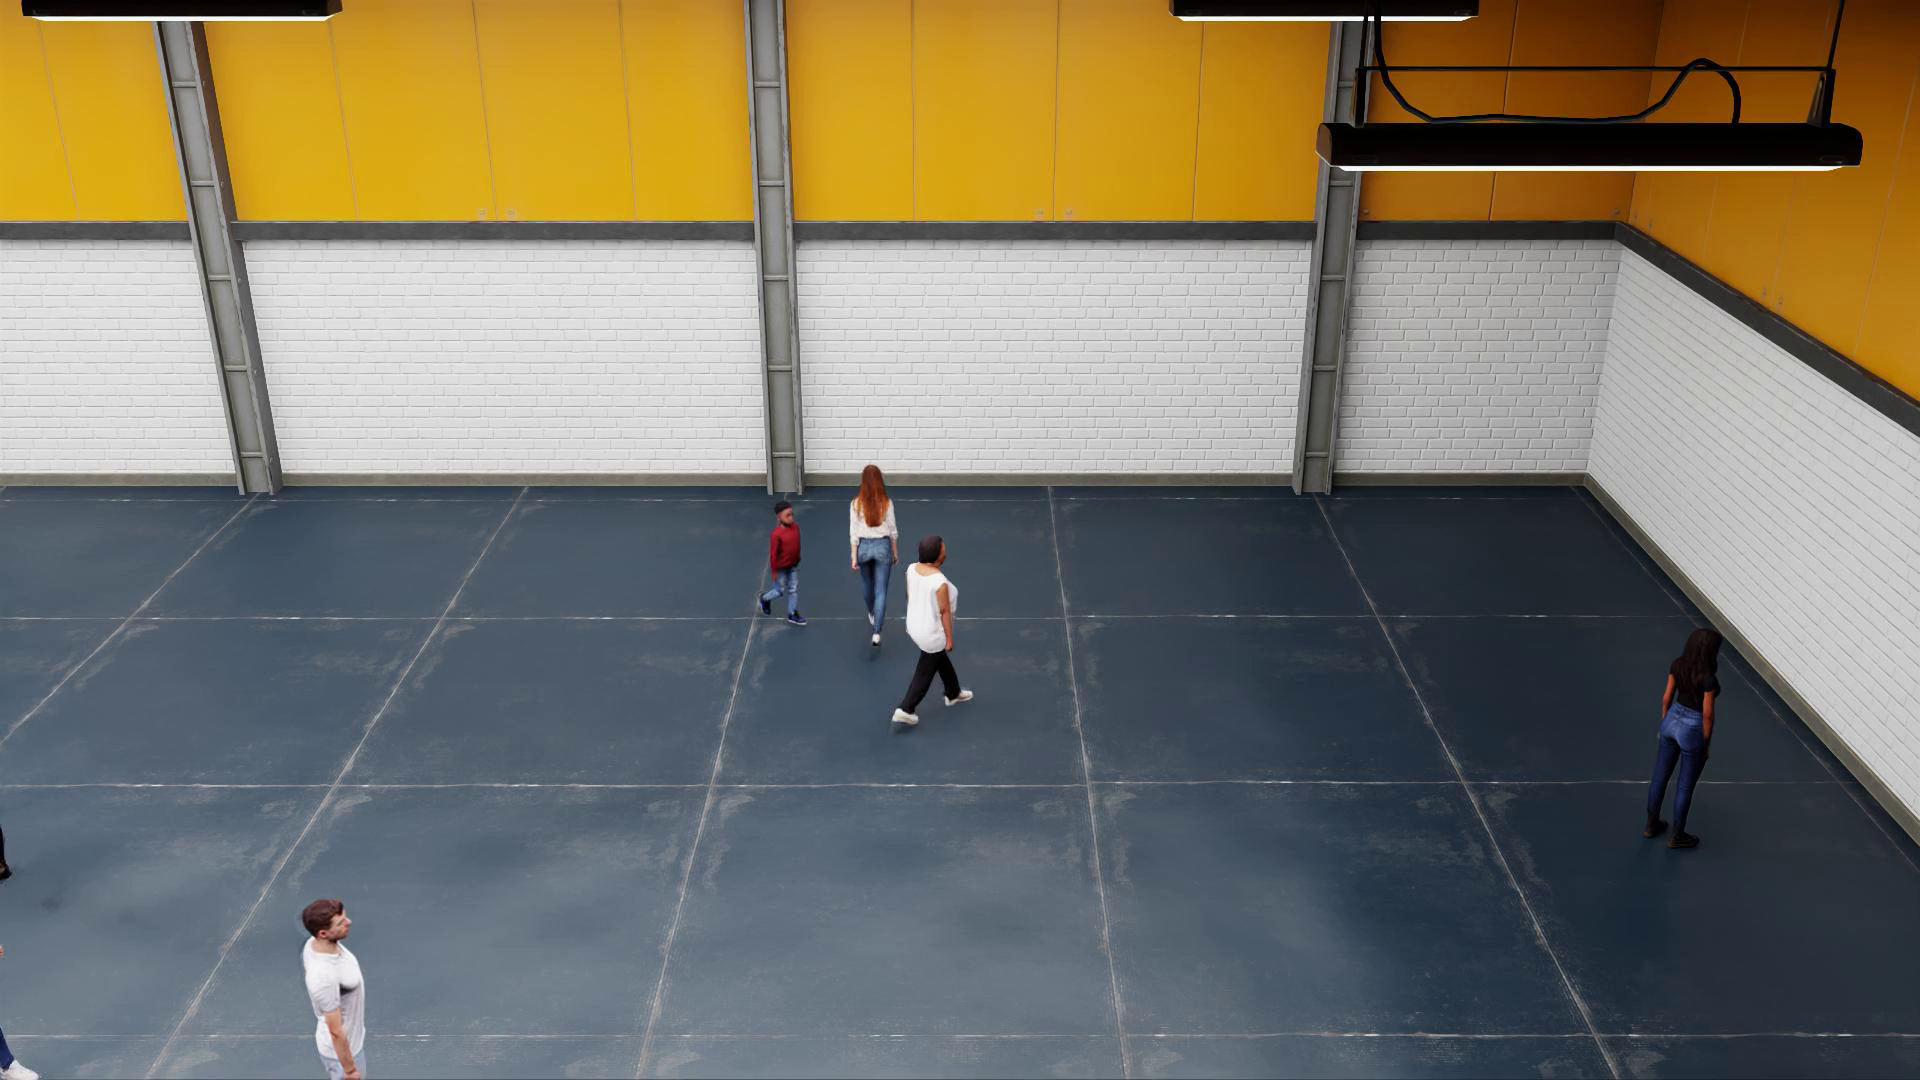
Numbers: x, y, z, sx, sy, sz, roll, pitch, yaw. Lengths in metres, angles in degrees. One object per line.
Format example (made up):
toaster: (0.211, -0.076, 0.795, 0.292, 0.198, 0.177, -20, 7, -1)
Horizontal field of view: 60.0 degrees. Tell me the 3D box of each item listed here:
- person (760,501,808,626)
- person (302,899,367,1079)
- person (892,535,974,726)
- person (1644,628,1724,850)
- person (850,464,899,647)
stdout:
person: (-1.682, 0.206, 15.672, 0.805, 1.240, 0.732, 20, 31, 38)
person: (-3.386, 2.749, 9.093, 0.698, 1.850, 0.730, -10, 26, -23)
person: (-0.284, 0.772, 13.859, 1.199, 1.656, 1.019, -14, 27, -30)
person: (5.311, 1.446, 12.214, 0.681, 1.738, 0.659, -13, 27, -27)
person: (-0.788, 0.164, 15.202, 1.046, 1.693, 0.637, 0, 24, 1)
